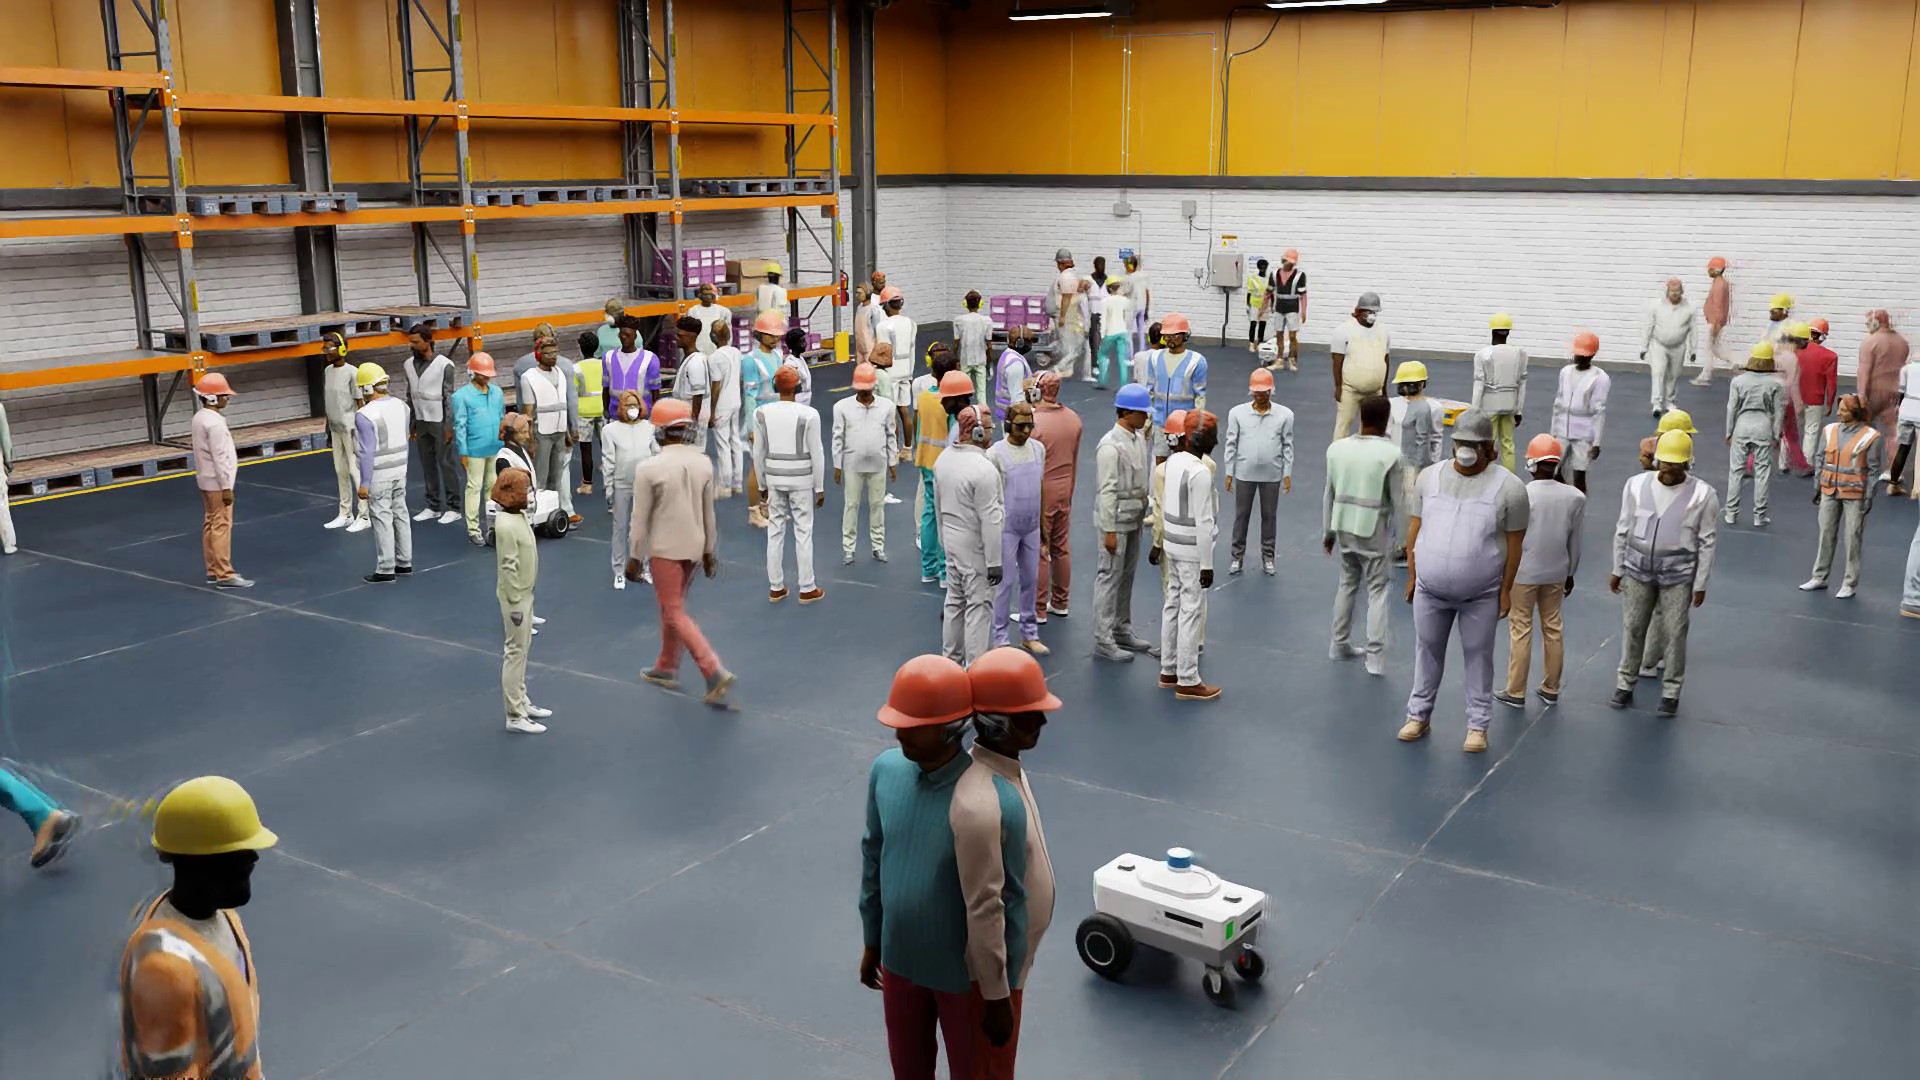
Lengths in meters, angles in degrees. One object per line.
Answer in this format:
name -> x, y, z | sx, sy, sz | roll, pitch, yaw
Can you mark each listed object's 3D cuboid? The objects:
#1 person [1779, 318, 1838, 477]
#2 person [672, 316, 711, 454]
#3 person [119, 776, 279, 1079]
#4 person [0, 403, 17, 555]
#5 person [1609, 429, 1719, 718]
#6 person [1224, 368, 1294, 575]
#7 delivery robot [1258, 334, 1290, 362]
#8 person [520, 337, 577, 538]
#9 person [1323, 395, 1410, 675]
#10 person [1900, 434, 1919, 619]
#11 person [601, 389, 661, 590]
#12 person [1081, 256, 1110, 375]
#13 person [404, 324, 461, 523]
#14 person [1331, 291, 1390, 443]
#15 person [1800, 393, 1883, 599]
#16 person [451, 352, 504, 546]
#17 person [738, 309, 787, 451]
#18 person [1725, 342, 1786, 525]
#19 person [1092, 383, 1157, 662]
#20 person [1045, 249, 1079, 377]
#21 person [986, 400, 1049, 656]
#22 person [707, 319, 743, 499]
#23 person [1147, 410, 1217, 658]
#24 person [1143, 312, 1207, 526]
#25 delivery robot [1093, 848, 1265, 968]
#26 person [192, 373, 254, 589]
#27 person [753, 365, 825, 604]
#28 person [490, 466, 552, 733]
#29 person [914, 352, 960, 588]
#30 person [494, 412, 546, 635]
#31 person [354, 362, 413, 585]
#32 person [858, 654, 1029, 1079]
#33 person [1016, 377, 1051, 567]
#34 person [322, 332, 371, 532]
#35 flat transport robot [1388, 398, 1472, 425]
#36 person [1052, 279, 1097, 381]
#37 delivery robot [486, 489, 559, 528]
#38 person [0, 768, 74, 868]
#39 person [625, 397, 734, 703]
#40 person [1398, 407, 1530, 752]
person -> 9.296, -1.559, 18.231 | 0.574, 1.739, 0.350 | 12, 18, 42
person -> -2.605, -1.193, 16.142 | 0.367, 1.966, 0.606 | -3, 13, -13
person -> -1.955, 1.543, 4.405 | 0.437, 1.907, 0.613 | -3, 13, -14
person -> -8.550, -0.651, 14.507 | 0.523, 1.639, 0.306 | -10, 16, -37
person -> 4.391, 0.202, 10.419 | 0.597, 1.824, 0.403 | 10, 17, 38
person -> 2.495, -0.568, 13.899 | 0.573, 1.748, 0.342 | 2, 13, 8
delivery robot -> 5.251, -3.179, 27.645 | 0.477, 0.478, 0.707 | 9, 16, 35
person -> -3.828, -0.960, 15.399 | 0.372, 1.843, 0.570 | 6, 14, 24
person -> 2.757, -0.048, 11.365 | 0.461, 1.897, 0.638 | -11, 17, -41
person -> 7.445, -0.394, 12.613 | 0.396, 1.992, 0.623 | 8, 15, 32
person -> -2.649, -0.420, 13.519 | 0.500, 1.633, 0.286 | -6, 14, -24
person -> 2.217, -3.623, 26.818 | 0.607, 1.903, 0.430 | -3, 13, -12
person -> -5.056, -1.120, 15.957 | 0.585, 1.913, 0.398 | 7, 15, 26
person -> 4.436, -1.733, 18.324 | 0.691, 2.000, 0.537 | -3, 13, -13
person -> 7.036, -0.355, 13.233 | 0.314, 1.636, 0.517 | -7, 15, -28
person -> -4.305, -0.831, 15.056 | 0.337, 1.742, 0.572 | 8, 15, 31
person -> -2.268, -1.898, 19.797 | 0.904, 1.699, 0.495 | 0, 13, 2
person -> 7.567, -1.014, 15.856 | 0.490, 1.743, 0.324 | 8, 15, 31
person -> 1.142, -0.126, 11.585 | 0.417, 1.939, 0.610 | 7, 15, 28
person -> 1.622, -3.624, 26.523 | 0.537, 2.000, 0.689 | 3, 13, 12
person -> 0.393, -0.069, 11.564 | 0.518, 1.836, 0.347 | -9, 16, -35
person -> -2.425, -1.336, 17.034 | 0.345, 1.844, 0.508 | 6, 14, 23
person -> 1.521, -0.034, 11.578 | 0.562, 1.753, 0.334 | -10, 17, -38
person -> 2.004, -1.117, 15.647 | 0.607, 2.044, 0.371 | 7, 15, 29
delivery robot -> 0.932, 1.557, 7.101 | 0.707, 0.478, 0.477 | 10, 16, 36
person -> -6.024, -0.487, 13.546 | 0.341, 1.750, 0.565 | -10, 16, -36
person -> -1.326, -0.431, 13.021 | 0.578, 1.884, 0.353 | 4, 14, 16
person -> -2.686, 0.356, 10.154 | 0.274, 1.632, 0.507 | -1, 13, -6
person -> -0.150, -0.571, 13.551 | 0.399, 1.920, 0.590 | -9, 15, -33
person -> -3.259, -0.127, 12.237 | 0.310, 1.640, 0.514 | 0, 13, -1
person -> -4.743, -0.545, 13.642 | 0.403, 1.826, 0.590 | 4, 13, 16
person -> -0.075, 1.311, 5.222 | 0.622, 1.992, 0.380 | 10, 16, 36
person -> 0.654, -0.572, 14.162 | 0.309, 1.643, 0.513 | 9, 16, 34
person -> -5.778, -1.007, 15.572 | 0.515, 1.861, 0.328 | 8, 15, 31
flat transport robot -> 6.375, -1.743, 22.243 | 0.652, 0.197, 1.431 | -7, 15, -28
person -> 1.800, -3.247, 25.836 | 0.697, 1.611, 0.540 | 0, 13, -1
delivery robot -> -3.981, -0.295, 15.134 | 0.477, 0.478, 0.707 | 6, 14, 24
person -> -4.792, 0.775, 7.947 | 0.792, 1.821, 0.515 | -1, 13, -6
person -> -1.790, 0.065, 10.707 | 0.935, 1.967, 0.607 | 9, 16, 35
person -> 2.938, 0.233, 9.793 | 0.683, 2.000, 0.538 | 8, 15, 30
